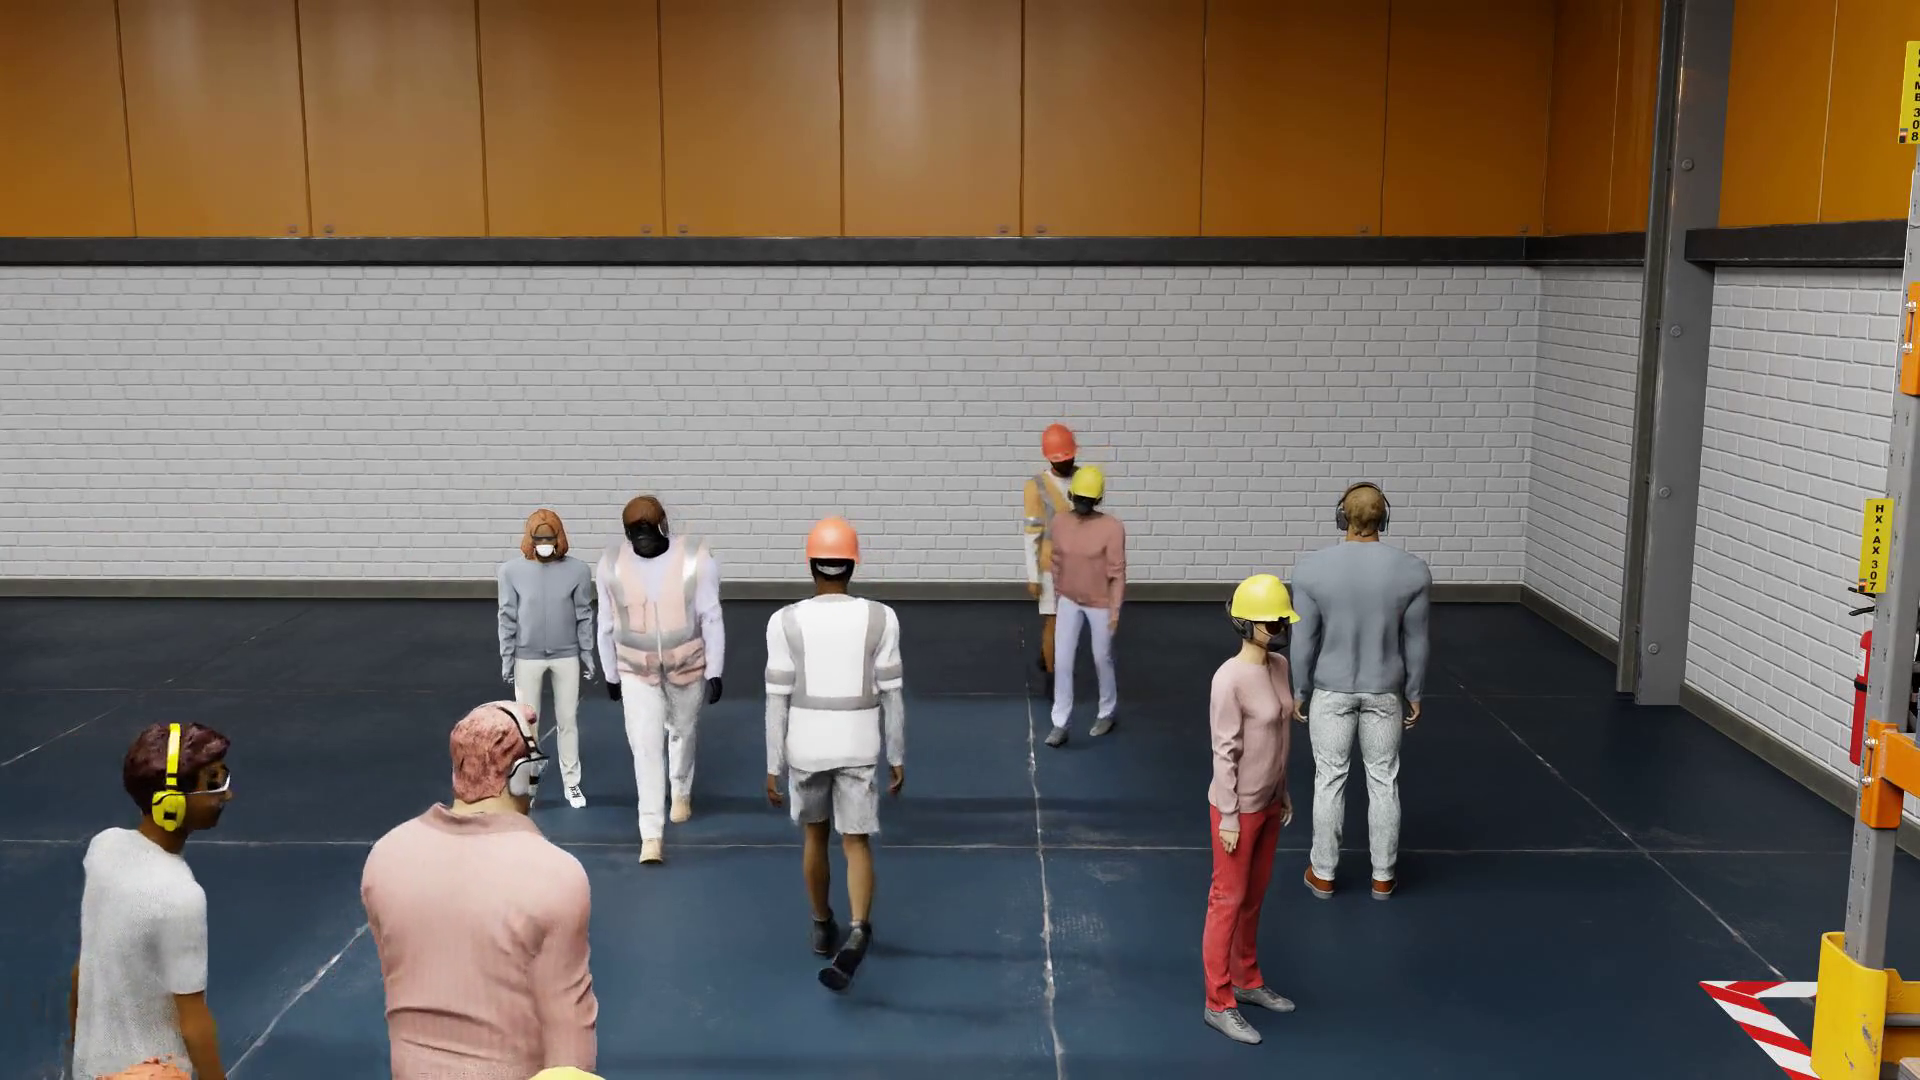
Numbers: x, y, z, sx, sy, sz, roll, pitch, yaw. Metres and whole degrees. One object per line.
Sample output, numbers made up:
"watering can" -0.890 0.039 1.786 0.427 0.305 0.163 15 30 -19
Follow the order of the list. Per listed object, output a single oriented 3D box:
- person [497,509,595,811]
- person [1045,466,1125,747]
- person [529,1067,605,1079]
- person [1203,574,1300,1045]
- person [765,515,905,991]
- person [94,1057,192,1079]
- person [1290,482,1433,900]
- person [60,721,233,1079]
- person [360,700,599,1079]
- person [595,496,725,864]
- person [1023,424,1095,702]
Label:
"person" -2.198 0.638 8.870 0.498 1.633 0.284 -3 10 -18
"person" 0.757 0.398 10.032 0.544 1.720 0.812 5 11 27
"person" -0.540 1.619 2.394 0.600 1.831 0.404 -4 10 -23
"person" 1.119 0.998 6.316 0.315 1.769 0.525 6 11 34
"person" -0.498 0.868 6.719 0.579 1.900 0.847 -1 10 -6
"person" -1.072 1.608 2.304 0.572 1.887 0.356 2 10 14
"person" 1.819 0.694 7.620 0.630 1.940 0.372 1 10 7
"person" -1.958 1.337 4.098 0.715 1.822 0.559 -9 13 -43
"person" -1.138 1.331 3.990 0.645 1.887 0.458 3 10 20
"person" -1.500 0.652 8.373 0.636 1.782 1.007 -1 10 -9
"person" 0.635 0.152 11.028 0.607 1.887 0.686 -6 11 -32
